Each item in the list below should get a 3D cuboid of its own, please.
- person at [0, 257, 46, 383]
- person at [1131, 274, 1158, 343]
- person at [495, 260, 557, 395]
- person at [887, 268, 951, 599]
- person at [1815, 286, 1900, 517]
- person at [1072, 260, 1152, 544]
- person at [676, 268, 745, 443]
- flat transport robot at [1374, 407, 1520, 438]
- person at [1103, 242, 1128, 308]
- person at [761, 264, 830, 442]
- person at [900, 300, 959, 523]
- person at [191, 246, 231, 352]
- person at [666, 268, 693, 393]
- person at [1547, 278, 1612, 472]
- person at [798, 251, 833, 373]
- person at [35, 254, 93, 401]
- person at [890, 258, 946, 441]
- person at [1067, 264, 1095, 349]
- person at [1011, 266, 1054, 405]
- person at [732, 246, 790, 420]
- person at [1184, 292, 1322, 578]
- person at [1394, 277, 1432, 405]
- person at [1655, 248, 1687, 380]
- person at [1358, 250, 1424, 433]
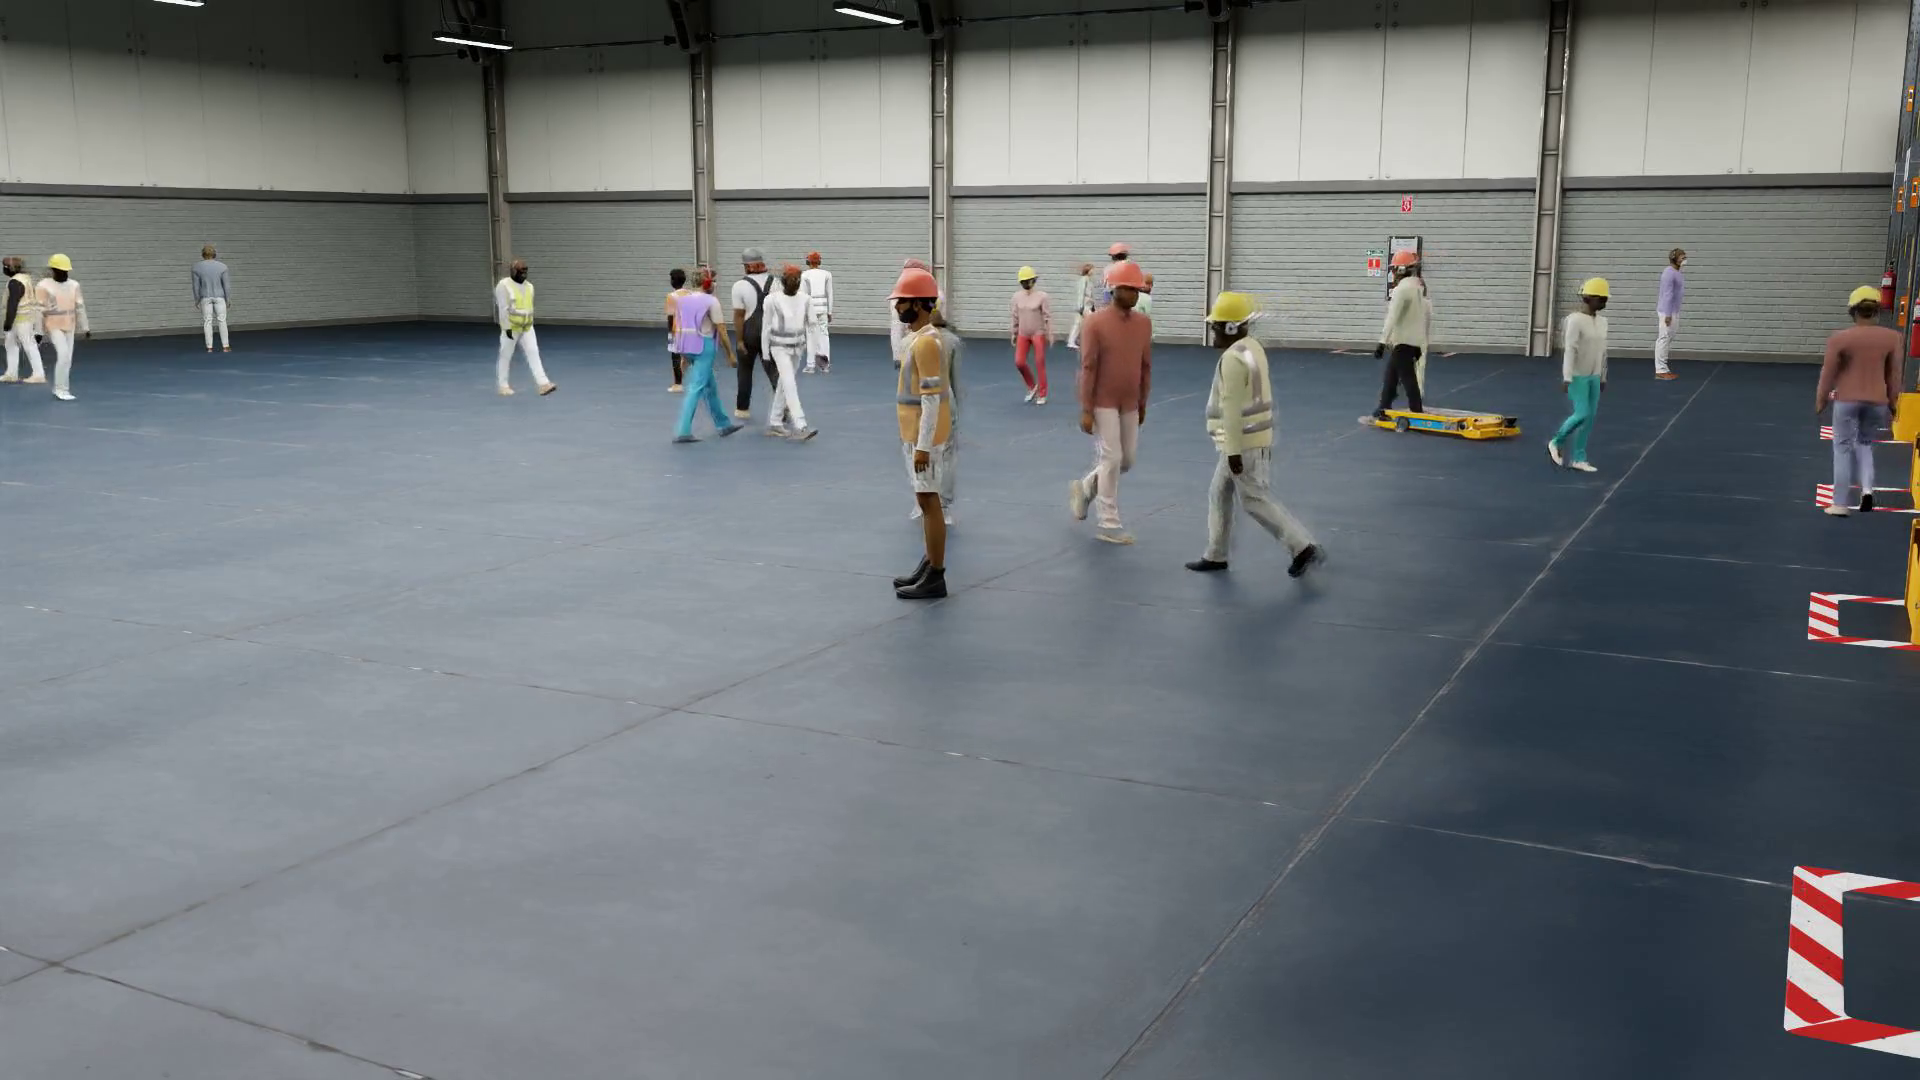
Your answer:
[{"bbox_3d":[-13.649,-3.151,23.940,0.791,1.814,0.631,-5,11,-24],"label":"person"},{"bbox_3d":[2.480,-2.823,22.706,0.356,1.604,0.538,-5,11,-24],"label":"person"},{"bbox_3d":[-5.833,-2.804,22.102,0.960,1.792,0.646,8,13,36],"label":"person"},{"bbox_3d":[-0.237,-0.619,9.786,0.373,1.939,0.545,0,10,-1],"label":"person"},{"bbox_3d":[6.794,-1.045,12.618,0.569,1.744,0.399,1,10,6],"label":"person"},{"bbox_3d":[1.035,-0.987,11.723,0.615,1.973,0.739,-7,12,-33],"label":"person"},{"bbox_3d":[-2.617,-1.919,17.287,0.965,1.787,0.574,-9,14,-41],"label":"person"},{"bbox_3d":[5.242,-1.278,17.932,0.652,0.197,1.431,-7,13,-34],"label":"flat transport robot"},{"bbox_3d":[2.411,-3.471,25.097,0.634,2.023,0.536,-8,13,-38],"label":"person"},{"bbox_3d":[-1.733,-1.943,17.295,0.604,1.826,1.006,-9,14,-40],"label":"person"},{"bbox_3d":[-0.221,-0.976,12.326,0.517,1.724,0.432,-5,11,-24],"label":"person"},{"bbox_3d":[-13.647,-4.392,30.362,0.628,1.940,0.373,-4,11,-20],"label":"person"},{"bbox_3d":[-3.716,-2.813,22.420,0.517,1.684,0.544,7,12,32],"label":"person"},{"bbox_3d":[5.622,-1.478,14.975,0.547,1.750,0.409,-6,12,-31],"label":"person"},{"bbox_3d":[-2.247,-3.530,25.810,0.573,1.883,0.353,-5,12,-26],"label":"person"},{"bbox_3d":[-11.578,-2.734,21.464,0.581,1.892,0.592,4,11,21],"label":"person"},{"bbox_3d":[-0.398,-1.923,17.011,0.676,1.895,0.575,-7,13,-34],"label":"person"},{"bbox_3d":[2.396,-4.371,31.176,0.853,1.588,0.533,2,11,13],"label":"person"},{"bbox_3d":[0.908,-2.570,20.960,0.629,1.736,0.452,6,12,28],"label":"person"},{"bbox_3d":[-2.304,-2.399,19.215,0.679,2.000,0.937,-6,12,-29],"label":"person"},{"bbox_3d":[1.838,-0.628,10.274,0.859,1.798,0.605,4,11,19],"label":"person"},{"bbox_3d":[5.750,-2.549,21.213,0.505,1.611,0.743,-2,11,-9],"label":"person"},{"bbox_3d":[10.532,-3.344,24.647,0.377,1.940,0.628,7,12,32],"label":"person"},{"bbox_3d":[4.687,-2.146,18.045,0.908,1.955,0.630,6,12,30],"label":"person"}]
